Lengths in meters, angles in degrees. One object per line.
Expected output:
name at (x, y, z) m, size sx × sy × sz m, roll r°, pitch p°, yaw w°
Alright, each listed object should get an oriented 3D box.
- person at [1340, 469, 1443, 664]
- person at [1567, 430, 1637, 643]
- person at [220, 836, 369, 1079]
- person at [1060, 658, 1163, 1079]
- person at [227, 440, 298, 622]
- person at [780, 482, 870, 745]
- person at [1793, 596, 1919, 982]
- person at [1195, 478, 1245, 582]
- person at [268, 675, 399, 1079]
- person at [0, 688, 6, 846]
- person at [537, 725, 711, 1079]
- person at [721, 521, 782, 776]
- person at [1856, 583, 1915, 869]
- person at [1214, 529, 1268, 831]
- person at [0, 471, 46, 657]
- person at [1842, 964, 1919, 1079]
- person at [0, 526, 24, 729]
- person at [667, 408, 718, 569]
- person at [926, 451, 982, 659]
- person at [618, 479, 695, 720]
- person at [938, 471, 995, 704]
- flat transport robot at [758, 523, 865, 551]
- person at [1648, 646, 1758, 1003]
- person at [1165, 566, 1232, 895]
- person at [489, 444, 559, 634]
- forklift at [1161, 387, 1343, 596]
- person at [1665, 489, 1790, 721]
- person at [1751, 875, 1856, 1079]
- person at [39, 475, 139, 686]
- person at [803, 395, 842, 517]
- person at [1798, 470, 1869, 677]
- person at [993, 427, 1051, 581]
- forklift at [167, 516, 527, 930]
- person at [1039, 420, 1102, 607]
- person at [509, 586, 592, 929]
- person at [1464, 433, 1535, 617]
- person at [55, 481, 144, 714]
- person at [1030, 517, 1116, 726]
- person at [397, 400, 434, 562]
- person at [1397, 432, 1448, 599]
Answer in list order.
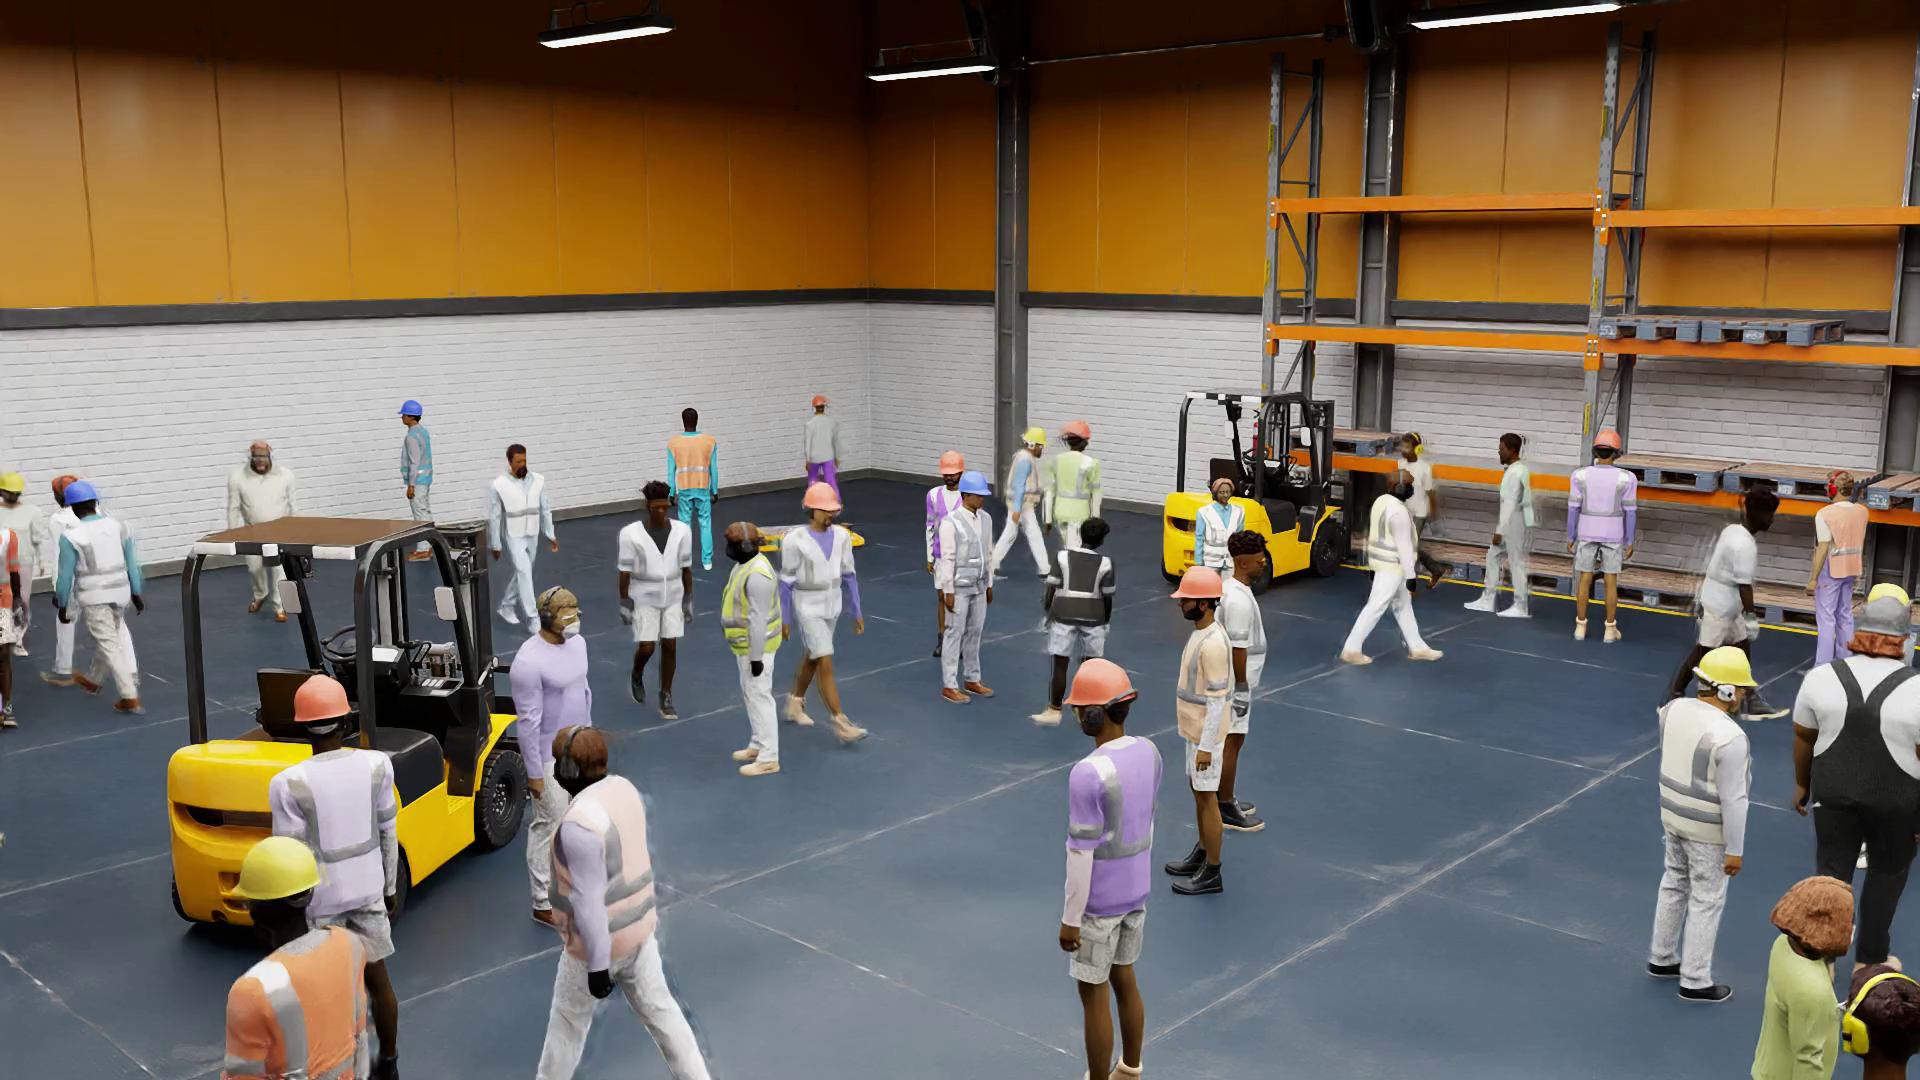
person at (3.915, 0.248, 15.068) m, size 0.982 × 1.792 × 0.645 m, roll 0°, pitch 10°, yaw 0°
person at (6.157, -0.040, 15.974) m, size 0.615 × 2.038 × 0.395 m, roll 5°, pitch 11°, yaw 28°
person at (-2.104, 1.886, 5.413) m, size 0.913 × 1.897 × 0.585 m, roll 2°, pitch 10°, yaw 10°
person at (0.613, 1.511, 7.178) m, size 0.412 × 2.033 × 0.613 m, roll 7°, pitch 12°, yaw 36°
person at (-7.097, -0.121, 16.969) m, size 0.660 × 1.868 × 0.771 m, roll -4°, pitch 11°, yaw -21°
person at (-1.051, 0.545, 12.774) m, size 0.618 × 1.990 × 1.059 m, roll -9°, pitch 13°, yaw -42°
person at (4.648, 1.271, 8.510) m, size 0.703 × 2.000 × 0.535 m, roll 10°, pitch 14°, yaw 44°
person at (2.429, 0.231, 15.568) m, size 0.513 × 1.641 × 0.309 m, roll -3°, pitch 10°, yaw -16°
person at (-2.728, 1.542, 7.270) m, size 0.548 × 1.934 × 0.376 m, roll -9°, pitch 14°, yaw -43°
person at (-6.180, 0.966, 10.257) m, size 0.633 × 2.030 × 0.470 m, roll 2°, pitch 10°, yaw 12°
person at (-1.470, 1.662, 7.058) m, size 0.993 × 1.783 × 0.644 m, roll 2°, pitch 10°, yaw 13°
person at (-1.500, 0.768, 11.986) m, size 0.431 × 1.834 × 0.633 m, roll -3°, pitch 10°, yaw -16°
person at (5.602, 1.131, 10.112) m, size 0.322 × 1.761 × 0.522 m, roll 7°, pitch 12°, yaw 35°
person at (1.809, 0.895, 10.858) m, size 0.370 × 1.965 × 0.608 m, roll 1°, pitch 10°, yaw 3°
person at (-8.872, 0.190, 15.564) m, size 0.539 × 1.729 × 0.773 m, roll -8°, pitch 13°, yaw -38°
person at (2.447, 2.061, 4.528) m, size 0.505 × 1.864 × 0.331 m, roll -2°, pitch 10°, yaw -9°
person at (-7.768, 0.513, 13.184) m, size 0.626 × 1.923 × 1.019 m, roll -7°, pitch 12°, yaw -36°
person at (-3.127, -0.591, 19.488) m, size 0.587 × 1.911 × 0.397 m, roll -2°, pitch 10°, yaw -14°
person at (-0.063, 0.137, 15.287) m, size 0.544 × 1.930 × 0.389 m, roll 3°, pitch 10°, yaw 18°
person at (-2.451, 0.460, 13.376) m, size 0.616 × 1.948 × 0.532 m, roll -6°, pitch 11°, yaw -30°
person at (0.070, 0.387, 13.842) m, size 0.419 × 1.939 × 0.610 m, roll 9°, pitch 13°, yaw 41°
flat transport robot at (-1.984, -0.044, 21.028) m, size 1.431 × 0.197 × 0.652 m, roll -4°, pitch 11°, yaw -20°
person at (3.720, 1.418, 8.320) m, size 0.403 × 1.817 × 0.601 m, roll -2°, pitch 10°, yaw -11°
person at (1.396, 1.106, 9.739) m, size 0.356 × 1.936 × 0.551 m, roll 0°, pitch 10°, yaw 1°
person at (-4.351, -0.034, 16.426) m, size 0.961 × 1.877 × 0.591 m, roll 8°, pitch 13°, yaw 38°
forklift at (3.298, -0.608, 18.767) m, size 1.214 × 2.155 × 2.313 m, roll 9°, pitch 13°, yaw 42°
person at (6.139, 0.526, 13.178) m, size 1.010 × 1.884 × 0.614 m, roll 4°, pitch 11°, yaw 21°
person at (2.923, 1.951, 5.822) m, size 0.271 × 1.627 × 0.501 m, roll 3°, pitch 10°, yaw 17°
person at (-7.548, 0.356, 14.296) m, size 0.928 × 1.825 × 0.684 m, roll 4°, pitch 11°, yaw 22°
person at (-1.926, -1.184, 23.428) m, size 0.568 × 1.717 × 0.808 m, roll -5°, pitch 11°, yaw -28°
person at (7.642, 0.316, 14.499) m, size 0.570 × 1.843 × 0.373 m, roll -4°, pitch 11°, yaw -24°
person at (0.706, -0.400, 18.838) m, size 0.935 × 1.765 × 0.625 m, roll 0°, pitch 10°, yaw -1°
forklift at (-3.583, 0.976, 9.748) m, size 1.214 × 2.155 × 2.313 m, roll 2°, pitch 10°, yaw 11°
person at (1.123, -0.251, 17.357) m, size 0.612 × 1.997 × 0.978 m, roll 9°, pitch 13°, yaw 40°
person at (-2.237, 1.200, 9.249) m, size 0.385 × 1.929 × 0.635 m, roll 3°, pitch 10°, yaw 18°
person at (5.511, -0.148, 17.012) m, size 0.772 × 1.893 × 0.609 m, roll 3°, pitch 10°, yaw 15°
person at (-7.081, 0.459, 13.555) m, size 1.013 × 1.885 × 0.621 m, roll 5°, pitch 11°, yaw 25°
person at (0.883, 0.648, 13.144) m, size 0.685 × 1.661 × 0.340 m, roll 0°, pitch 10°, yaw 3°
person at (-6.560, -0.719, 20.096) m, size 0.384 × 1.951 × 0.605 m, roll -1°, pitch 10°, yaw -7°
person at (4.983, -0.270, 17.889) m, size 0.735 × 1.835 × 0.531 m, roll -4°, pitch 11°, yaw -22°
